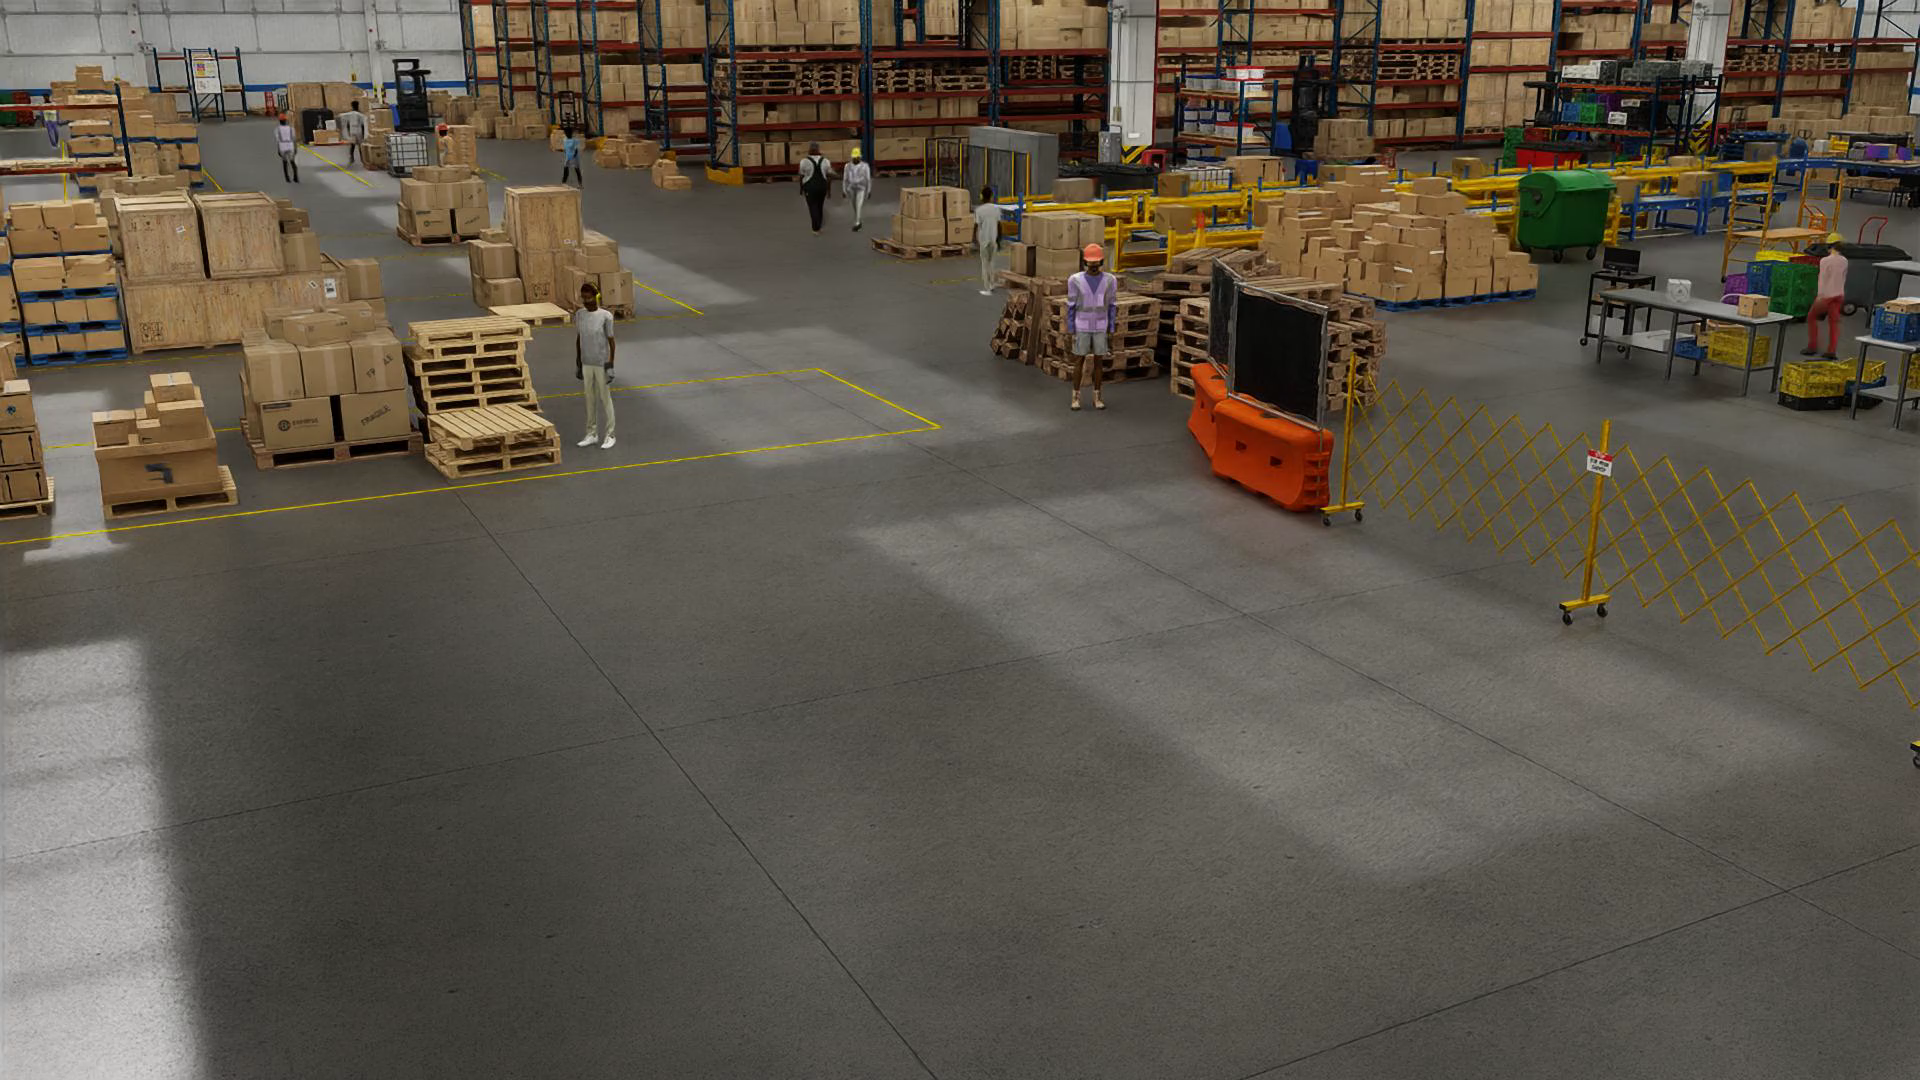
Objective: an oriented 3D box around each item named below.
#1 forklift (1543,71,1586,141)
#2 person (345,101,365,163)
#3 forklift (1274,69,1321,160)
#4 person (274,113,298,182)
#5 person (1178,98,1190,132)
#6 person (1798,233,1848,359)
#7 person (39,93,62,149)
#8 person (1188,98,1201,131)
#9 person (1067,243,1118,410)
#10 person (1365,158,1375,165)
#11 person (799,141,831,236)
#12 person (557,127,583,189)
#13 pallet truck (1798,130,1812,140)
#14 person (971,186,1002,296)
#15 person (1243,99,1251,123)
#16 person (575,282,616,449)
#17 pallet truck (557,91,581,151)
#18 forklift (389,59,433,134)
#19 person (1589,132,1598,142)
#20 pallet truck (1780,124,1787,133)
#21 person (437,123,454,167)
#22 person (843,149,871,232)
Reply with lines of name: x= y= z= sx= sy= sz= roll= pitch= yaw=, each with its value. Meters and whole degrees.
forklift: x=18.685 y=-13.231 z=52.085 sx=1.873 sy=2.768 sz=1.129 roll=-9 pitch=20 yaw=-26
person: x=-19.079 y=-12.872 z=52.471 sx=0.611 sy=1.944 sz=0.795 roll=1 pitch=18 yaw=2
forklift: x=11.142 y=-13.819 z=53.915 sx=1.129 sy=2.768 sz=1.873 roll=-9 pitch=20 yaw=-26
person: x=-18.879 y=-10.989 z=46.639 sx=0.555 sy=1.922 sz=0.722 roll=-11 pitch=21 yaw=-31
person: x=7.427 y=-13.760 z=55.301 sx=0.493 sy=1.909 sz=0.736 roll=10 pitch=20 yaw=27
person: x=12.188 y=-3.428 z=23.354 sx=0.541 sy=1.730 sz=0.623 roll=-6 pitch=19 yaw=-19
person: x=-31.481 y=-14.491 z=57.579 sx=0.628 sy=1.902 sz=0.460 roll=-9 pitch=20 yaw=-27
person: x=8.685 y=-15.995 z=62.274 sx=0.644 sy=1.904 sz=0.400 roll=-3 pitch=18 yaw=-9
person: x=1.610 y=-2.589 z=20.253 sx=0.609 sy=2.044 sz=0.395 roll=-1 pitch=18 yaw=-3
person: x=8.844 y=-7.430 z=35.975 sx=0.886 sy=1.646 sz=0.548 roll=-9 pitch=20 yaw=-25
person: x=-3.182 y=-7.625 z=35.961 sx=0.678 sy=2.000 sz=0.881 roll=-8 pitch=19 yaw=-23
person: x=-10.537 y=-10.278 z=44.856 sx=0.556 sy=1.646 sz=0.894 roll=8 pitch=20 yaw=24
pallet truck: x=25.526 y=-11.556 z=49.408 sx=1.630 sy=1.274 sz=0.653 roll=-9 pitch=20 yaw=-26
person: x=0.428 y=-5.109 z=28.408 sx=0.552 sy=1.856 sz=0.493 roll=-9 pitch=20 yaw=-26
person: x=11.456 y=-17.430 z=66.719 sx=0.517 sy=1.920 sz=0.568 roll=-6 pitch=19 yaw=-17
person: x=-4.076 y=-1.945 z=18.531 sx=0.510 sy=1.871 sz=0.328 roll=7 pitch=19 yaw=21
pallet truck: x=-13.495 y=-14.412 z=57.188 sx=0.823 sy=1.965 sz=1.885 roll=-3 pitch=18 yaw=-9
forklift: x=-21.461 y=-17.300 z=64.768 sx=1.129 sy=2.768 sz=1.873 roll=-15 pitch=23 yaw=-39
person: x=20.475 y=-13.127 z=53.787 sx=0.378 sy=1.616 sz=0.521 roll=-3 pitch=18 yaw=-10
pallet truck: x=25.206 y=-12.542 z=52.601 sx=1.601 sy=1.201 sz=0.680 roll=0 pitch=18 yaw=-2
person: x=-13.094 y=-9.625 z=42.360 sx=0.355 sy=1.938 sz=0.545 roll=4 pitch=18 yaw=12
person: x=-2.277 y=-7.720 z=36.676 sx=0.601 sy=1.786 sz=0.949 roll=4 pitch=18 yaw=11
